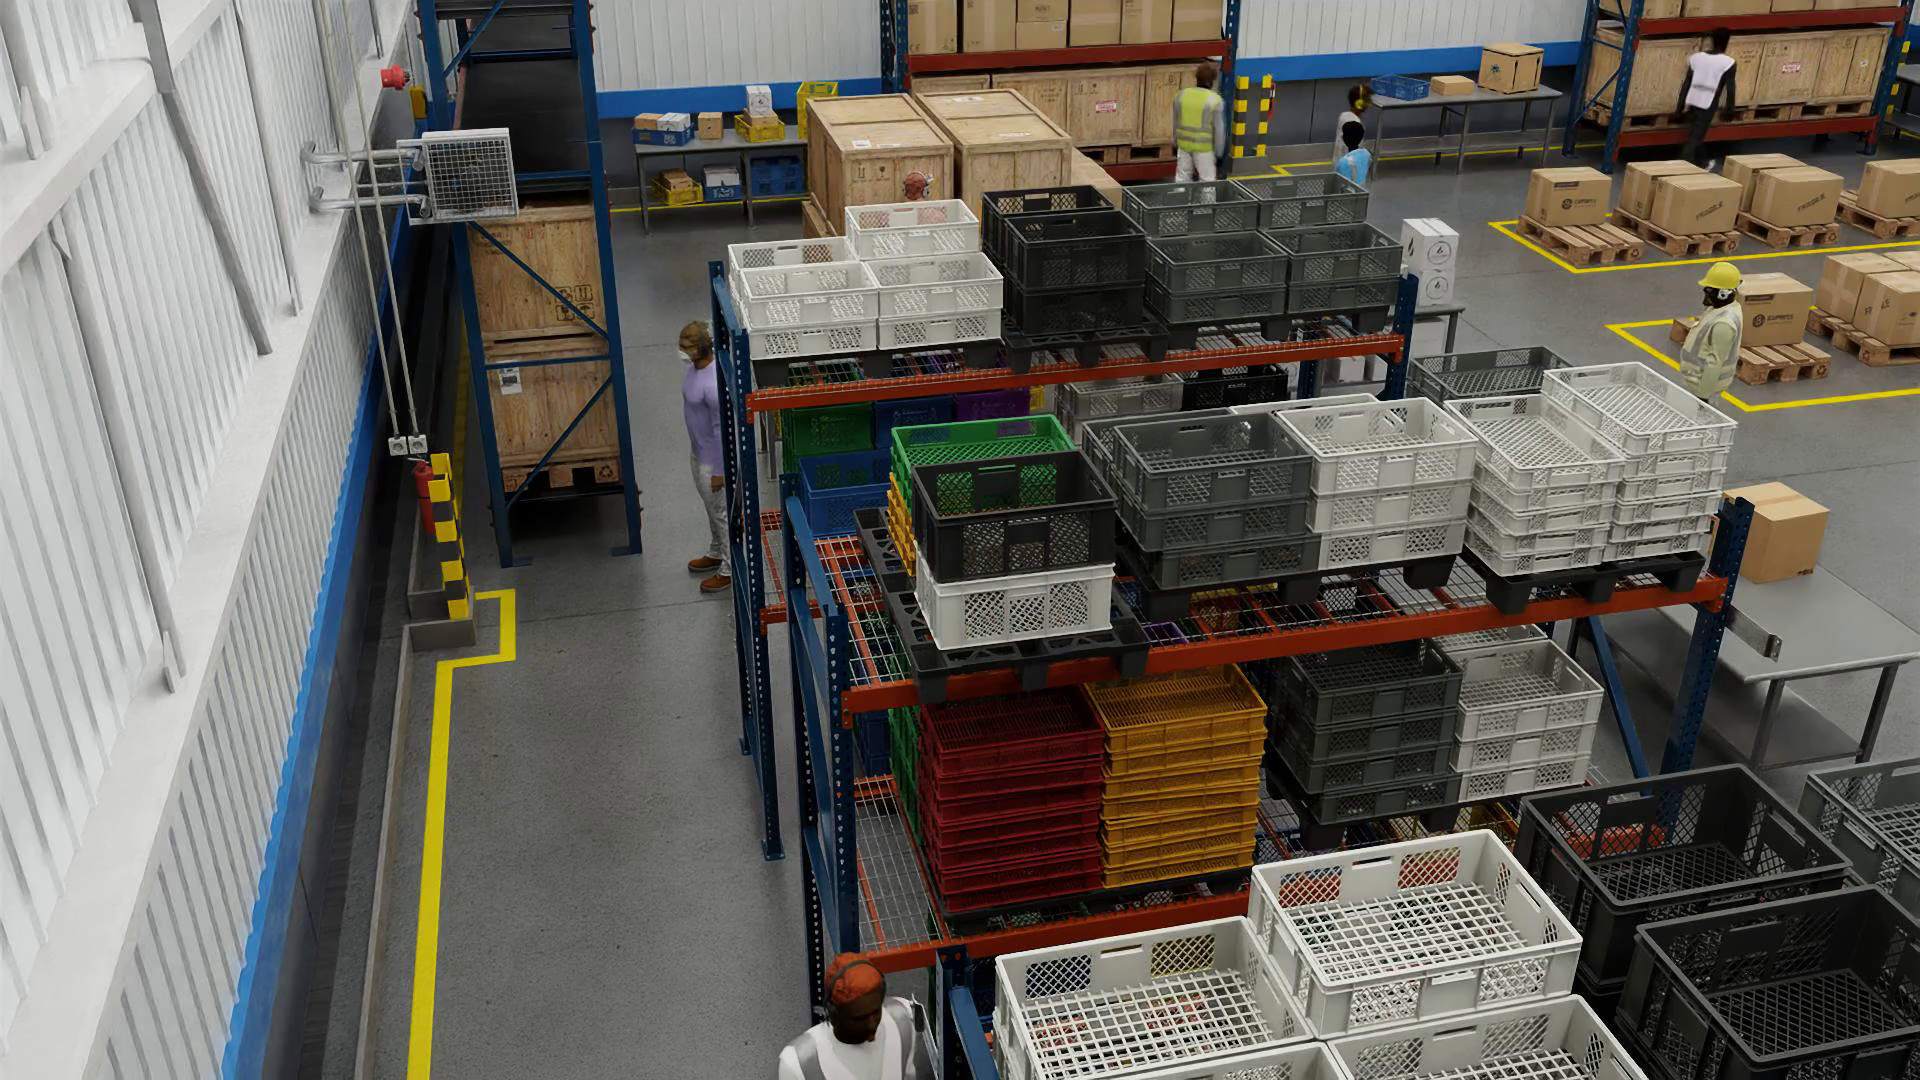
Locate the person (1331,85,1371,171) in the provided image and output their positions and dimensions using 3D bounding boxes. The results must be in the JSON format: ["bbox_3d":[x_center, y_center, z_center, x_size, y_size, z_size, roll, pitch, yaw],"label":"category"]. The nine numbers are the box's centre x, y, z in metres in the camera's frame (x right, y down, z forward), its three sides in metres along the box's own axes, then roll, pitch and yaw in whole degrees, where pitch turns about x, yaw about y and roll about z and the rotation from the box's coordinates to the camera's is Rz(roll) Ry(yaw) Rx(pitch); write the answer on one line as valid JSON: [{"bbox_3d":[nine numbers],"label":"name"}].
[{"bbox_3d":[4.127,-3.925,17.772,0.312,1.861,0.548,-3,28,-6],"label":"person"}]

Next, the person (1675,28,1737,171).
[{"bbox_3d":[9.185,-5.330,20.440,1.021,1.857,0.596,-15,31,-26],"label":"person"}]

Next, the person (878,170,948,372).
[{"bbox_3d":[-0.385,-2.314,14.682,0.635,1.900,0.401,5,28,10],"label":"person"}]

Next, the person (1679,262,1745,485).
[{"bbox_3d":[5.694,-1.243,12.722,0.403,1.824,0.589,11,30,20],"label":"person"}]

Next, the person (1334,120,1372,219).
[{"bbox_3d":[3.969,-3.435,17.018,0.321,1.693,0.530,20,34,33],"label":"person"}]

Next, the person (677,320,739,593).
[{"bbox_3d":[-1.707,-0.579,11.341,0.359,1.937,0.635,-10,30,-19],"label":"person"}]

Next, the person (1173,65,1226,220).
[{"bbox_3d":[2.729,-4.435,18.813,0.646,1.823,0.545,19,33,31],"label":"person"}]

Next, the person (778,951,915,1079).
[{"bbox_3d":[-0.374,2.253,6.026,0.573,1.883,0.353,-20,34,-33],"label":"person"}]
